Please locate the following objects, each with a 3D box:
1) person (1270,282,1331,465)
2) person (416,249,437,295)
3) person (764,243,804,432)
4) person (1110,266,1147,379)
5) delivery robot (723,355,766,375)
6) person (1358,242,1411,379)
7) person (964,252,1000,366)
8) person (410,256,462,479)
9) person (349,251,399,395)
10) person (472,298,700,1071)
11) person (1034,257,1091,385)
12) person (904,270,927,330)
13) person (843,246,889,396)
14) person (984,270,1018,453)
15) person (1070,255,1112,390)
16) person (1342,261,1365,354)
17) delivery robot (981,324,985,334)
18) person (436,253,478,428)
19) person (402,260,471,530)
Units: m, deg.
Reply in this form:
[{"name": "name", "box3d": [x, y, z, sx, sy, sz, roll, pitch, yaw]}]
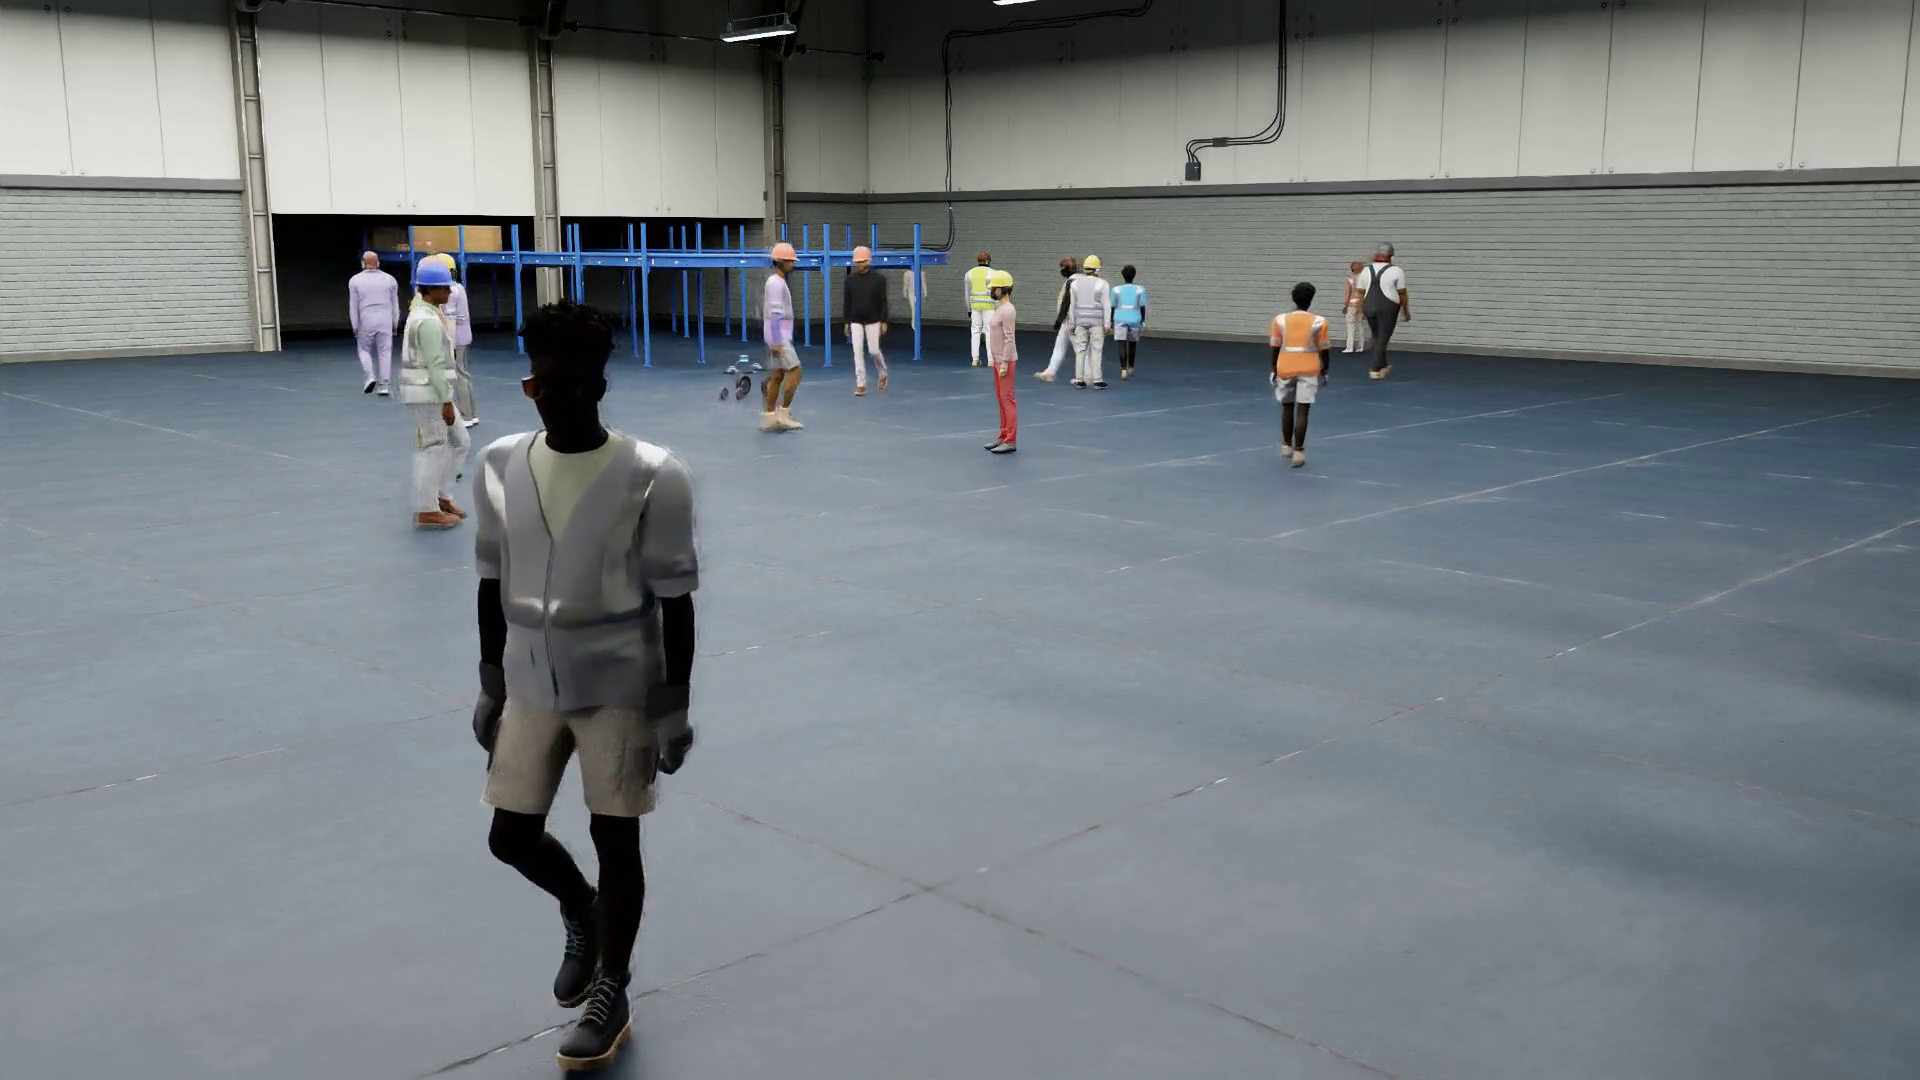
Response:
[{"name": "person", "box3d": [3.186, -1.554, 15.511, 0.551, 1.663, 0.740, 4, 11, 23]}, {"name": "person", "box3d": [-8.925, -3.988, 28.208, 1.005, 1.891, 0.644, 6, 12, 31]}, {"name": "person", "box3d": [-1.873, -2.173, 17.916, 0.610, 2.021, 0.651, -1, 10, -6]}, {"name": "person", "box3d": [2.484, -3.236, 24.717, 0.549, 1.642, 0.858, 0, 10, 2]}, {"name": "delivery robot", "box3d": [-2.827, -2.310, 21.833, 0.335, 0.223, 0.698, 6, 12, 30]}, {"name": "person", "box3d": [6.371, -3.419, 24.786, 0.953, 2.000, 0.693, -10, 14, -42]}, {"name": "person", "box3d": [0.393, -3.752, 27.049, 0.622, 1.839, 0.429, 5, 12, 26]}, {"name": "person", "box3d": [-4.558, -1.490, 14.440, 0.378, 1.932, 0.551, -6, 12, -29]}, {"name": "person", "box3d": [-7.761, -2.869, 22.058, 0.641, 1.897, 0.421, -6, 12, -29]}, {"name": "person", "box3d": [-0.964, 0.368, 4.244, 0.630, 1.955, 0.426, 2, 11, 13]}, {"name": "person", "box3d": [1.464, -3.104, 23.641, 0.898, 1.795, 0.614, 0, 10, 2]}, {"name": "person", "box3d": [-1.009, -5.486, 37.131, 0.507, 1.603, 0.756, -4, 11, -19]}, {"name": "person", "box3d": [-1.246, -2.932, 22.238, 0.623, 1.966, 0.601, 3, 11, 17]}, {"name": "person", "box3d": [0.407, -1.747, 16.306, 0.310, 1.769, 0.525, -2, 11, -9]}, {"name": "person", "box3d": [1.813, -3.000, 22.965, 0.616, 1.829, 0.403, 5, 12, 25]}, {"name": "person", "box3d": [7.105, -4.177, 29.897, 0.524, 1.639, 0.306, -5, 11, -25]}, {"name": "delivery robot", "box3d": [0.577, -4.046, 32.003, 0.477, 0.478, 0.707, -4, 11, -18]}, {"name": "person", "box3d": [-5.625, -2.204, 18.413, 0.414, 1.914, 0.597, -1, 10, -6]}, {"name": "person", "box3d": [-3.750, -1.046, 12.032, 0.518, 1.925, 0.639, -4, 11, -19]}]
